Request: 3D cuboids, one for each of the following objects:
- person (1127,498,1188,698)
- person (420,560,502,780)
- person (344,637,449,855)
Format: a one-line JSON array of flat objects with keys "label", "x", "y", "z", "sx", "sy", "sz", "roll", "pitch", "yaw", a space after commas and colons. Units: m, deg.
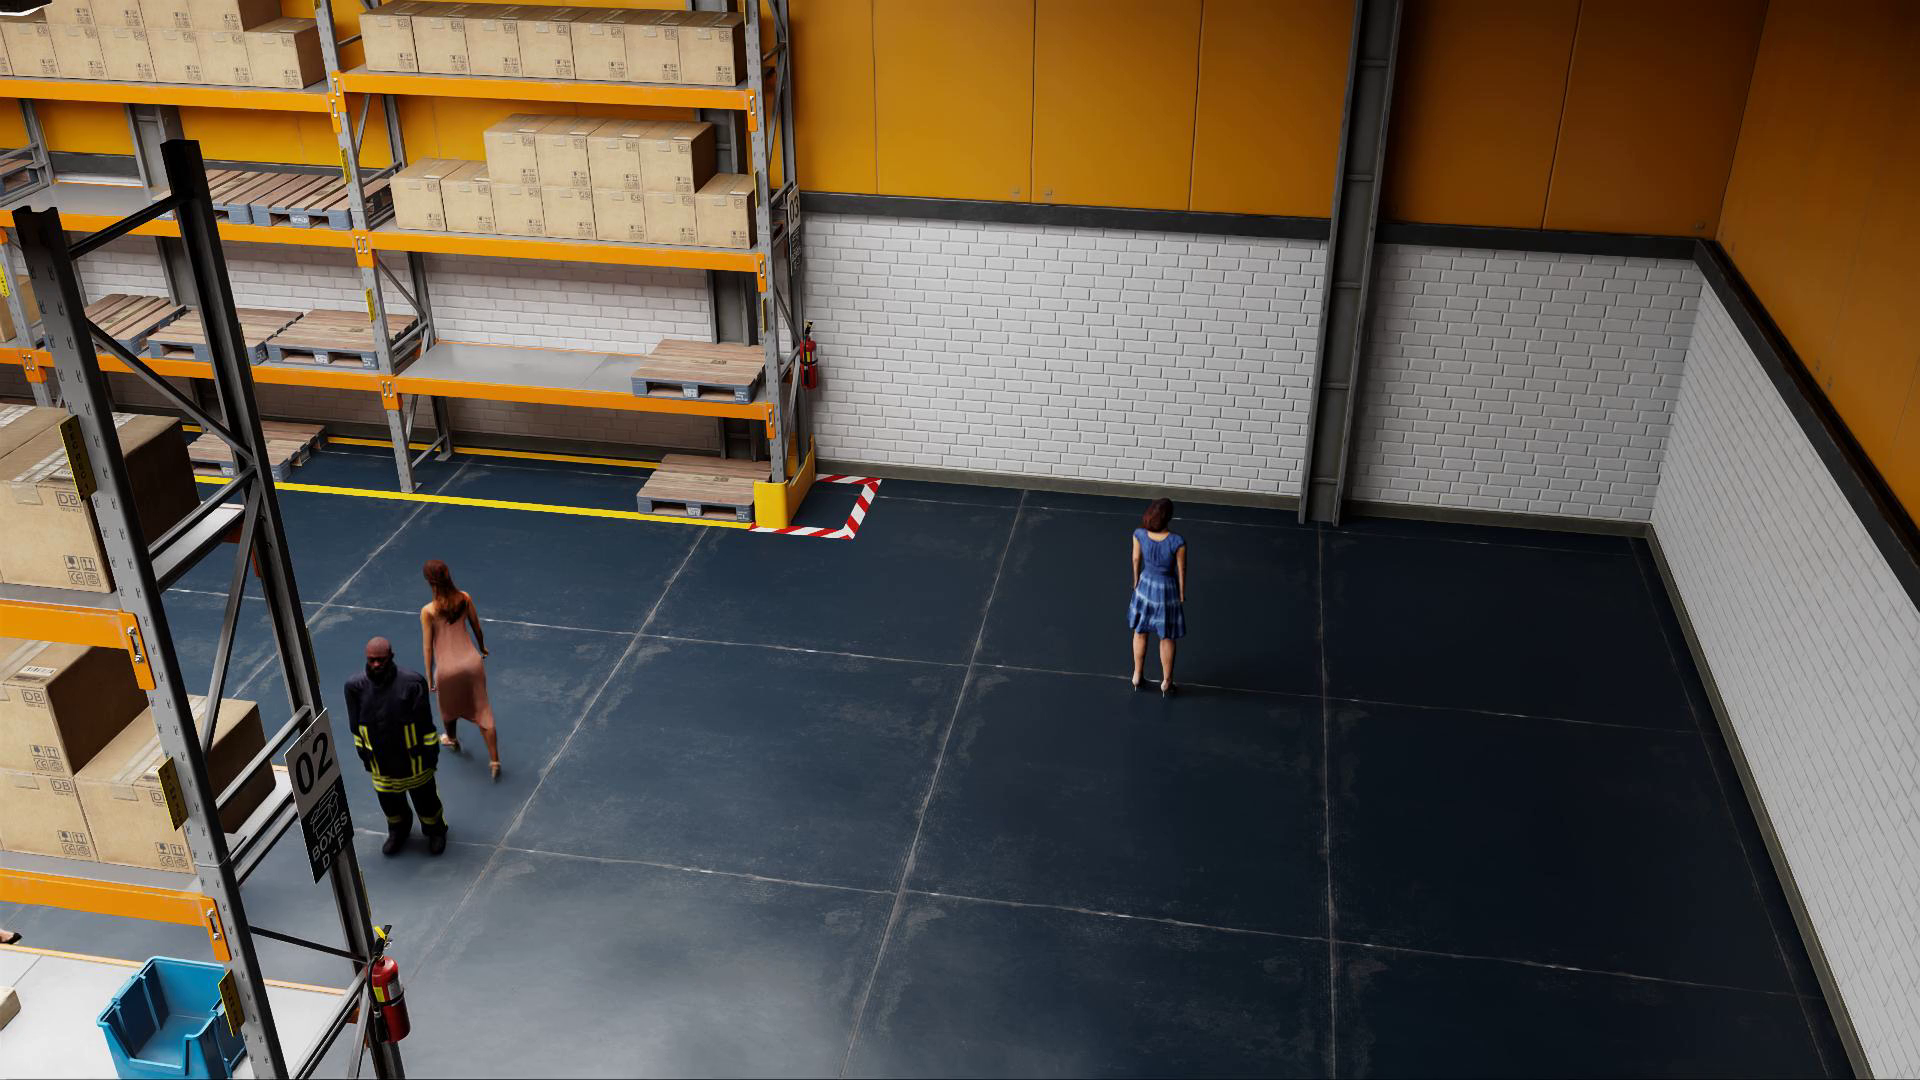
[{"label": "person", "x": 1.622, "y": 0.467, "z": 13.592, "sx": 0.604, "sy": 1.806, "sz": 0.785, "roll": 13, "pitch": 31, "yaw": 22}, {"label": "person", "x": -3.755, "y": 1.028, "z": 12.581, "sx": 1.066, "sy": 1.789, "sz": 1.151, "roll": -20, "pitch": 34, "yaw": -32}, {"label": "person", "x": -3.997, "y": 1.438, "z": 11.802, "sx": 0.671, "sy": 1.816, "sz": 0.854, "roll": 0, "pitch": 29, "yaw": -1}]
